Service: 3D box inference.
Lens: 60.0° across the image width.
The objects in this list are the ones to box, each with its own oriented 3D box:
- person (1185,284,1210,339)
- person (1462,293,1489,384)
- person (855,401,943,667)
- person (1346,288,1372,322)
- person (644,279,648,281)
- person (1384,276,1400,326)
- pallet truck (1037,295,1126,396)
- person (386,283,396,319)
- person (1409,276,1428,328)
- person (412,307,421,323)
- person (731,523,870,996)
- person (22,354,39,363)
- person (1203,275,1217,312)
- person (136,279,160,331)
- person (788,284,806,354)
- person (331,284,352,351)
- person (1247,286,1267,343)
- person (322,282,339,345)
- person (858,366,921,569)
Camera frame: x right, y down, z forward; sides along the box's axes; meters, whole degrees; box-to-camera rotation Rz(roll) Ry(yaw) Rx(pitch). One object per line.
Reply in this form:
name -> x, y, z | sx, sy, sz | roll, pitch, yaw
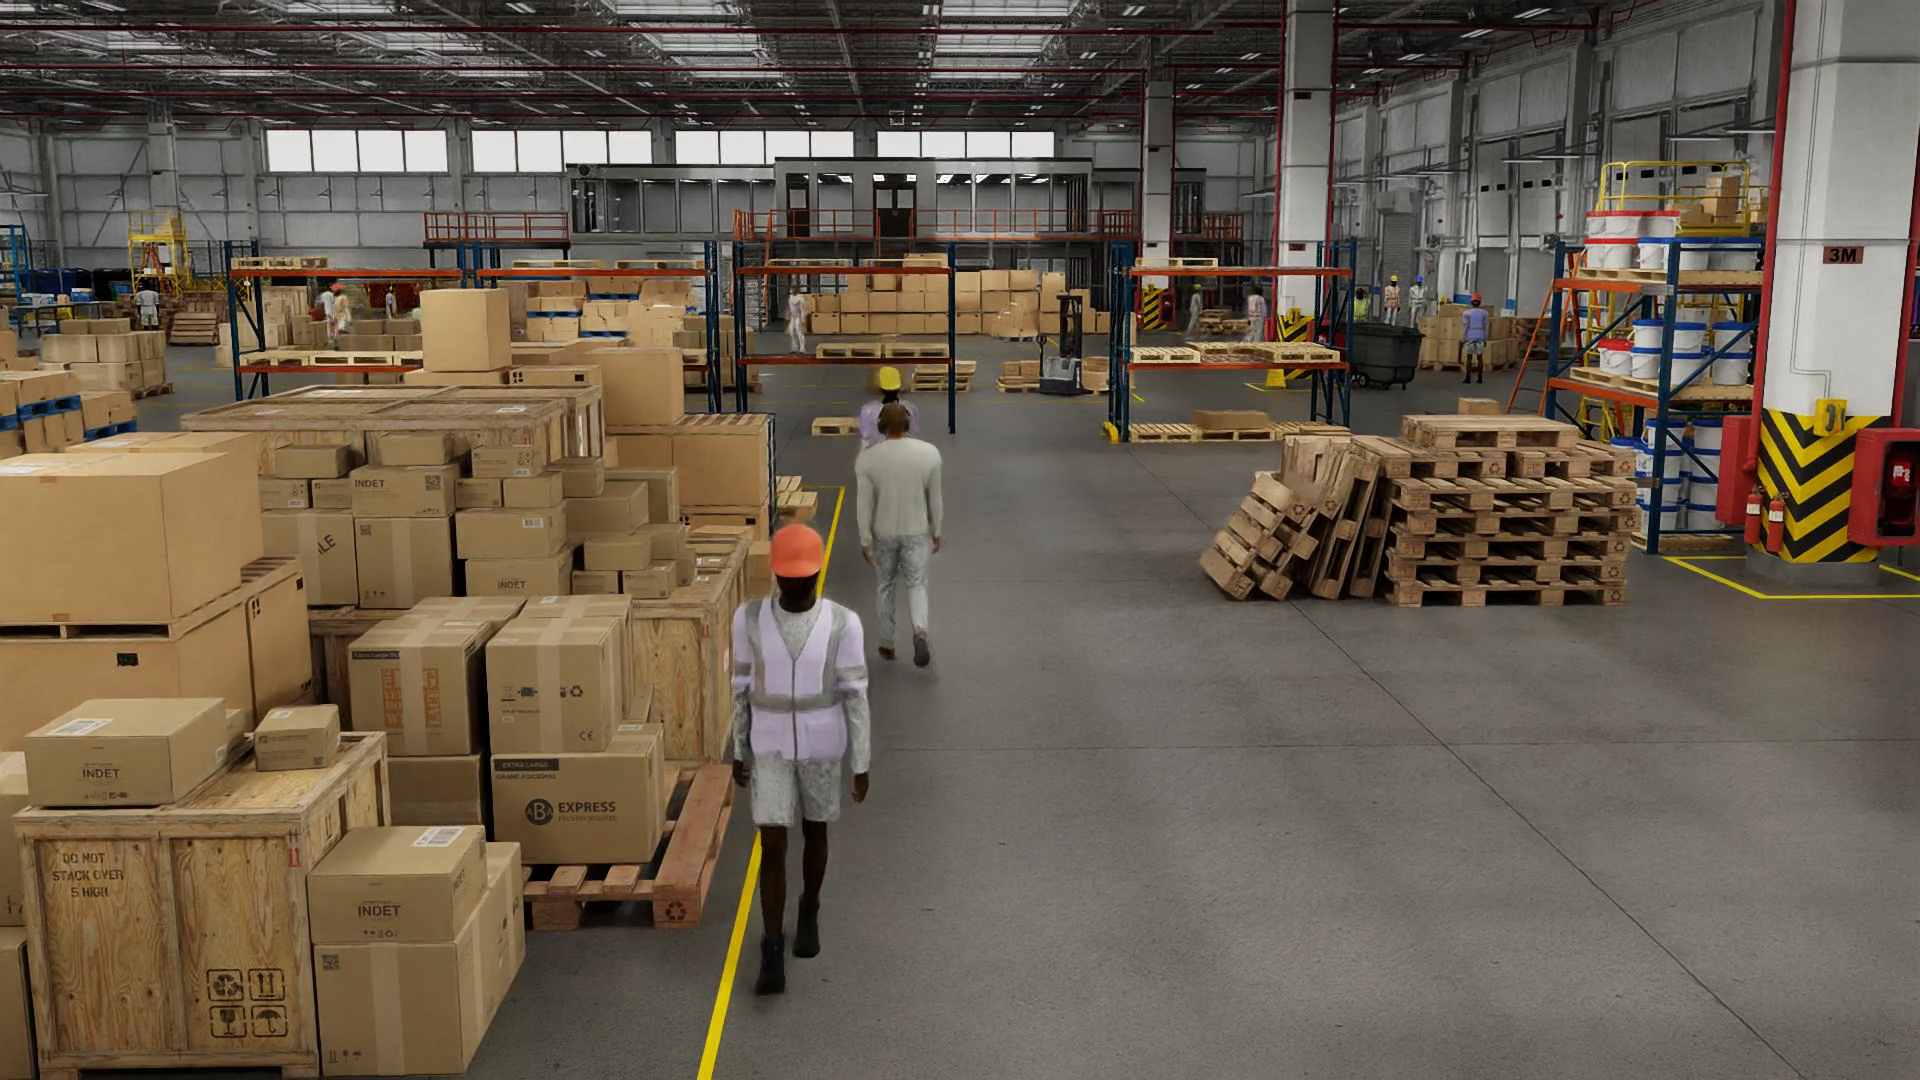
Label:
person -> 7.426, -7.109, 51.879 | 0.920, 1.693, 0.497 | -2, 10, -13
person -> 11.031, -4.314, 35.669 | 0.542, 1.928, 0.378 | 1, 10, 6
person -> -0.424, -0.033, 11.866 | 0.636, 1.916, 0.765 | -2, 10, -9
person -> 10.364, -5.629, 43.234 | 0.634, 1.842, 0.429 | 2, 10, 9
person -> -10.107, -7.499, 53.637 | 0.513, 1.845, 0.336 | 5, 11, 24
person -> 14.159, -7.686, 54.451 | 0.594, 1.926, 0.366 | -4, 11, -22
pallet truck -> 2.483, -3.881, 33.060 | 1.885, 1.965, 0.823 | -7, 13, -36
person -> -16.247, -6.428, 47.617 | 0.328, 1.868, 0.509 | -4, 11, -21
person -> 14.849, -7.588, 53.885 | 0.599, 1.939, 0.414 | 1, 10, 8
person -> -11.650, -4.455, 36.549 | 0.630, 1.885, 0.890 | 3, 11, 17
person -> -0.654, 0.885, 6.772 | 0.578, 1.895, 0.918 | 0, 10, -2
person -> -11.762, -1.546, 21.073 | 0.378, 1.623, 0.595 | 0, 10, 1
person -> 10.756, -10.779, 71.527 | 0.612, 1.986, 0.407 | 3, 11, 18
person -> -23.319, -6.509, 47.790 | 0.604, 1.966, 0.367 | -8, 13, -36
person -> -4.327, -5.851, 44.255 | 0.407, 1.933, 0.700 | -6, 12, -31
person -> -16.823, -5.967, 44.965 | 0.562, 1.891, 0.935 | 8, 13, 38
person -> 8.150, -6.041, 45.577 | 0.440, 1.824, 0.630 | -5, 11, -27
person -> -18.545, -6.685, 49.084 | 0.577, 1.848, 0.563 | 3, 11, 15
person -> -0.659, -0.674, 15.478 | 0.608, 1.905, 0.553 | -6, 12, -28
